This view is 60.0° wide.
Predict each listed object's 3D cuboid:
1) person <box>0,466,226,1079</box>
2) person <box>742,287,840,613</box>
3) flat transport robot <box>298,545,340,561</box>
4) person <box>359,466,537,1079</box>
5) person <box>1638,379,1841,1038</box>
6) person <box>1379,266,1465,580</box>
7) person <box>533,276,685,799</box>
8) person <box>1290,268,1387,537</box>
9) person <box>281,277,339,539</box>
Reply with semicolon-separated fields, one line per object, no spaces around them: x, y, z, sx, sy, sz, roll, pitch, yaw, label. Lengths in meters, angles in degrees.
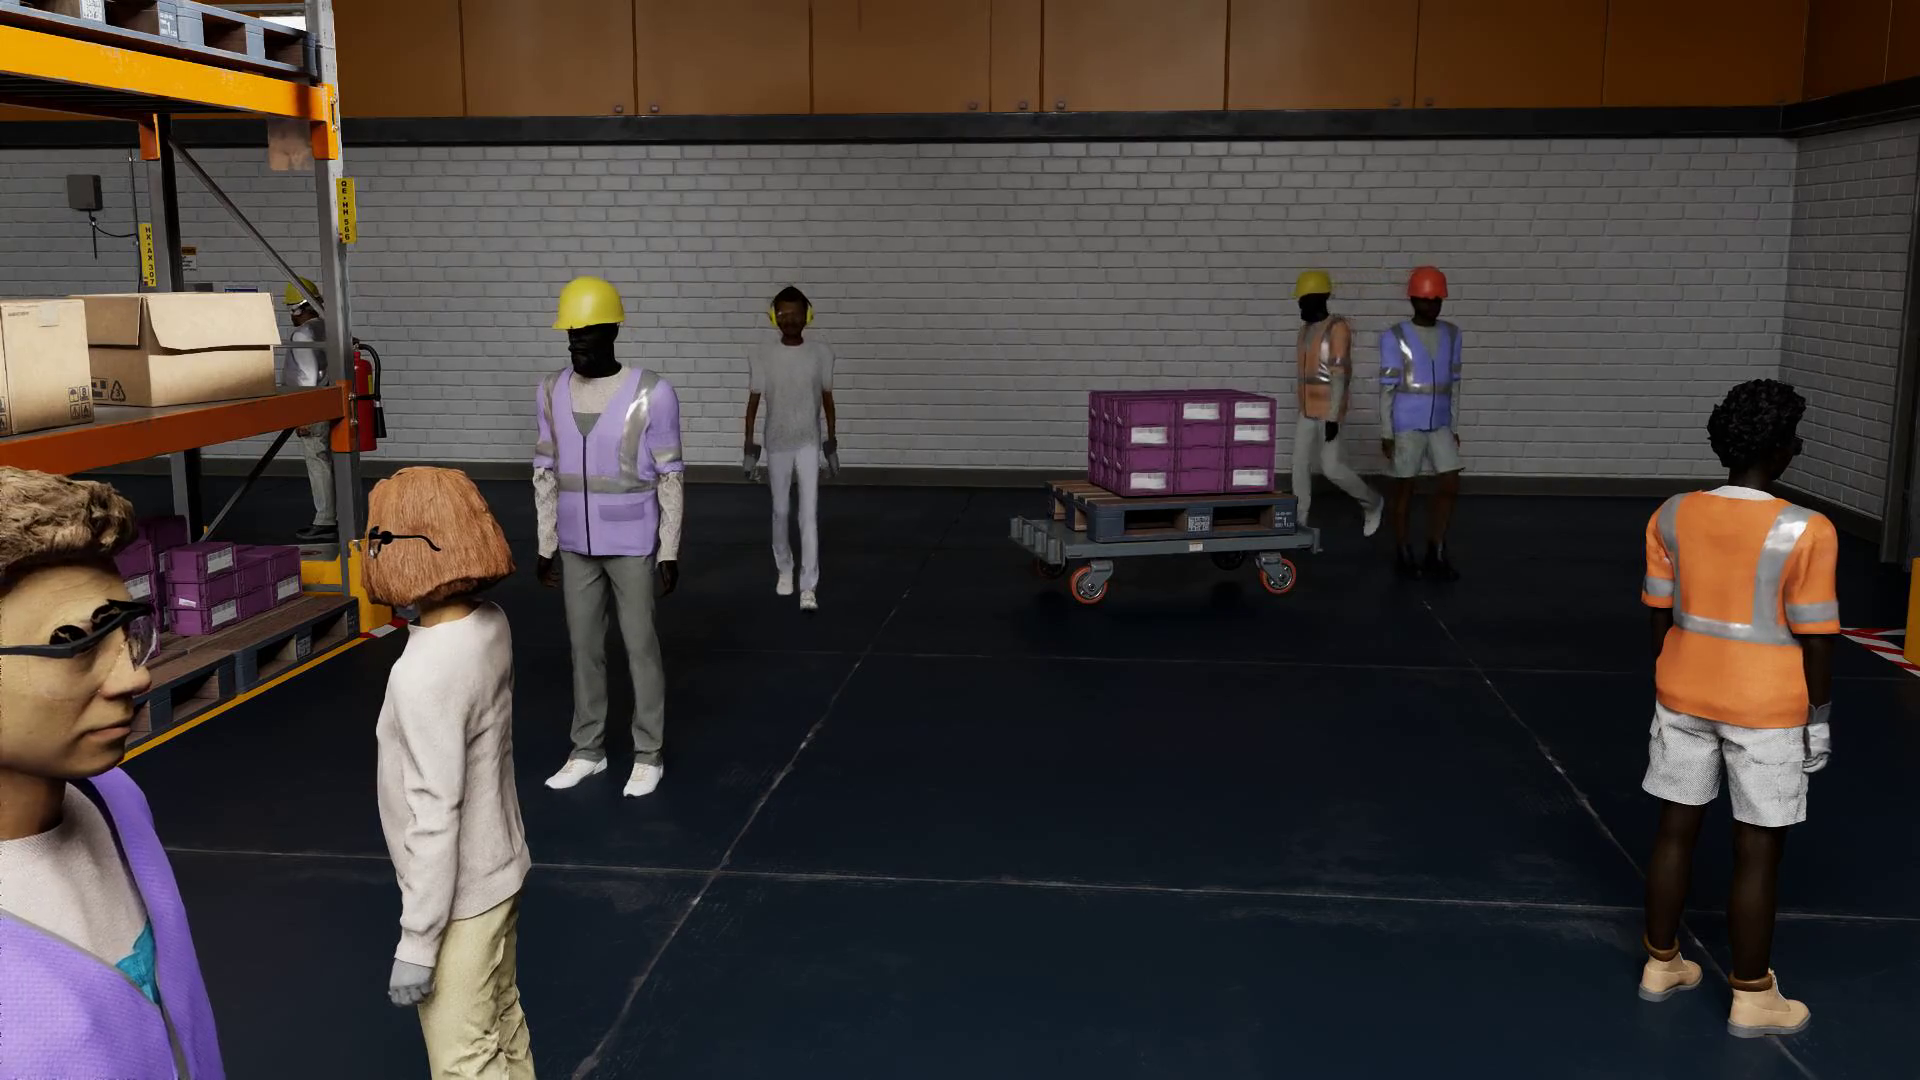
-0.844;0.847;1.520;0.375;1.844;0.571;-1;10;-8;person
-0.961;-0.522;9.459;0.557;1.817;0.999;-1;10;-7;person
-3.830;0.169;9.907;1.431;0.197;0.652;-3;10;-16;flat transport robot
-0.952;0.674;3.121;0.282;1.633;0.500;-1;10;-4;person
2.014;0.433;4.320;0.317;1.697;0.534;-6;12;-32;person
2.832;-0.688;10.096;0.586;1.918;0.615;-2;10;-12;person
-1.312;0.000;6.140;0.594;1.924;0.382;3;10;17;person
2.546;-0.909;11.420;0.766;1.900;0.590;-4;11;-23;person
-4.550;-0.923;11.702;0.403;1.827;0.598;0;10;-2;person
